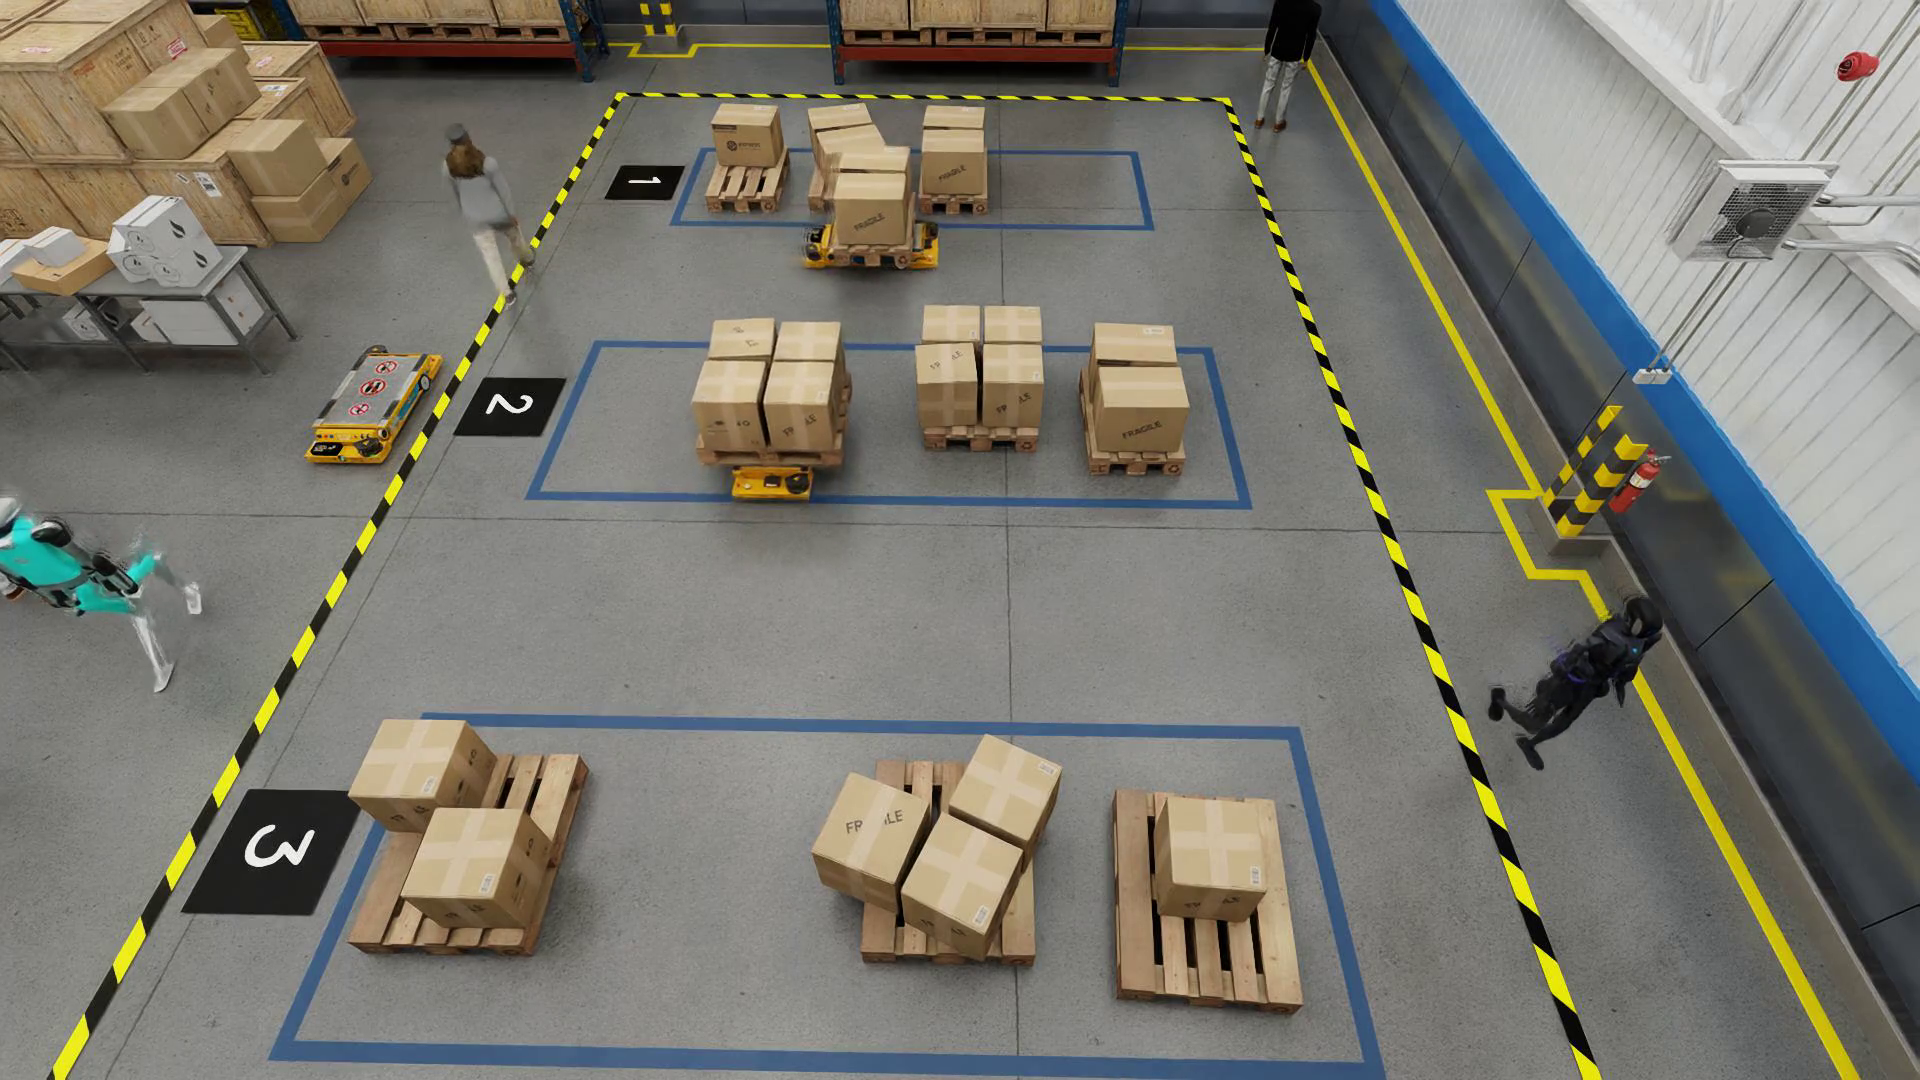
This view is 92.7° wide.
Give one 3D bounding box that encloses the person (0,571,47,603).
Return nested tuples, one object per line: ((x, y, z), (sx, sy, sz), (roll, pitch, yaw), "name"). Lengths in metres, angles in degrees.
((-7.205, -0.226, 6.510), (0.579, 1.878, 0.364), (2, 50, 2), "person")

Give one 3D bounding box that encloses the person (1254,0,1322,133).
((4.093, -6.094, 11.466), (0.590, 1.883, 0.377), (22, 53, 18), "person")

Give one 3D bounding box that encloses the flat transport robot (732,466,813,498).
((-1.589, -0.952, 8.155), (0.652, 0.197, 1.431), (1, 50, 1), "flat transport robot")

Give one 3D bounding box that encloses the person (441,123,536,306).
((-4.728, -3.313, 9.217), (0.572, 1.703, 0.967), (-7, 50, -6), "person")

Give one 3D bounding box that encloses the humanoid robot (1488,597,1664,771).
((3.867, 0.844, 5.735), (0.598, 1.645, 0.473), (-8, 50, -6), "humanoid robot")

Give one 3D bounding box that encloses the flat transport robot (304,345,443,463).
((-5.383, -1.269, 8.441), (0.659, 0.231, 1.431), (1, 50, 1), "flat transport robot")

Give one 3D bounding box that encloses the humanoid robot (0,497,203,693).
((-5.879, 0.161, 6.302), (0.530, 1.778, 1.027), (-11, 51, -9), "humanoid robot")

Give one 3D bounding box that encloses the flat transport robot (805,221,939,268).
((-0.958, -3.274, 10.119), (1.431, 0.197, 0.652), (1, 50, 1), "flat transport robot")
